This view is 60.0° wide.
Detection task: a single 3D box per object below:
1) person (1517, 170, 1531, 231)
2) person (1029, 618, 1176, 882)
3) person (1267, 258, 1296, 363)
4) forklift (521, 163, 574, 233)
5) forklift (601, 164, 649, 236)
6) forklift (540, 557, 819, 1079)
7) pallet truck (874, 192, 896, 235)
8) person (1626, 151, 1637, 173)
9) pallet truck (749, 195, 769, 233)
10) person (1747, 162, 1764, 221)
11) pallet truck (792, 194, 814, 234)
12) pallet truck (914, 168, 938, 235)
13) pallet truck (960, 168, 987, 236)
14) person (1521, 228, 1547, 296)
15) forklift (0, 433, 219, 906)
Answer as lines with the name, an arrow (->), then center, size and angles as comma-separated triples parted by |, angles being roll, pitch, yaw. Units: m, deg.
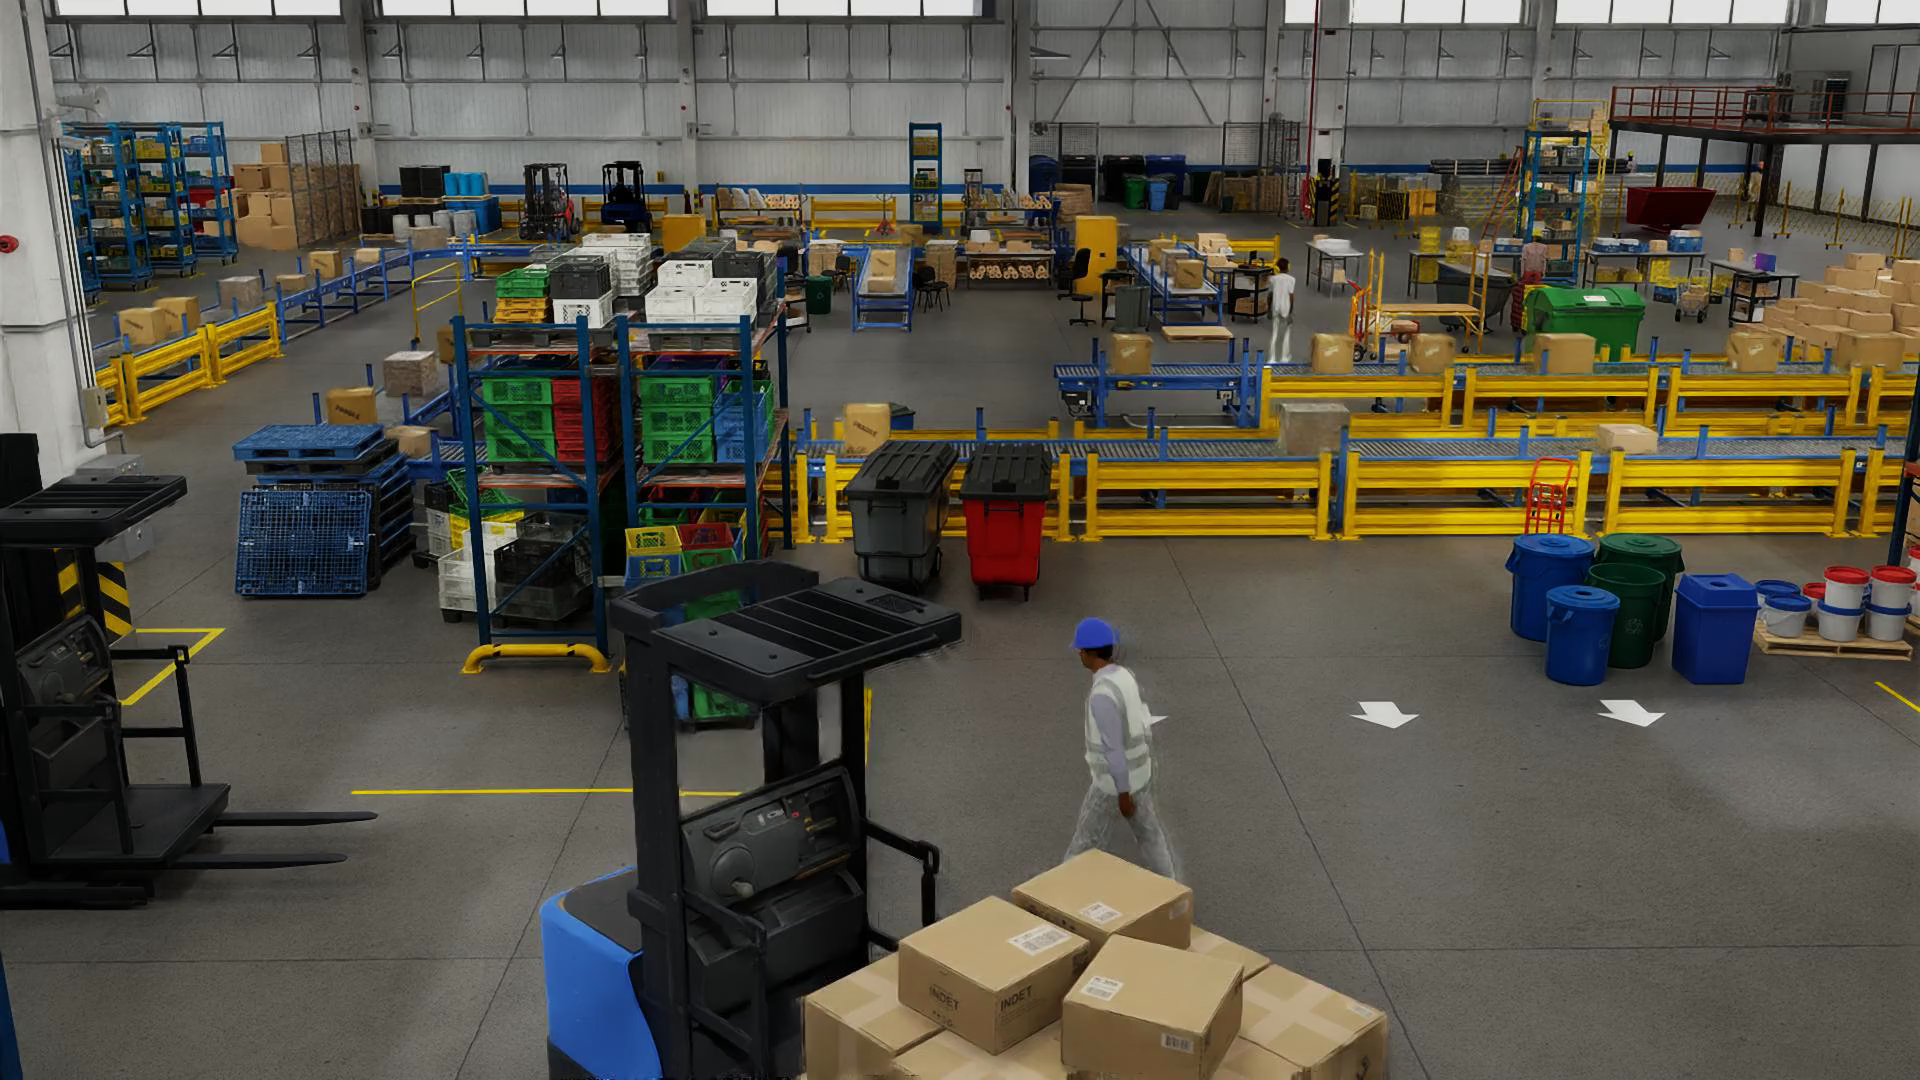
person -> 17.361, -10.408, 51.028 | 0.577, 1.884, 0.353 | 0, 16, -1
person -> 0.916, 1.393, 10.049 | 1.057, 1.858, 0.620 | 8, 18, 24
person -> 5.526, -3.918, 28.585 | 0.544, 1.820, 0.918 | 8, 18, 26
forklift -> -12.233, -10.122, 49.298 | 1.157, 1.987, 2.680 | 0, 16, -1
forklift -> -9.948, -10.127, 49.296 | 1.157, 1.987, 2.680 | -1, 16, -3
forklift -> -1.090, 1.522, 7.787 | 1.873, 2.768, 1.129 | 15, 22, 43
pallet truck -> -2.277, -9.986, 50.594 | 0.653, 1.274, 1.630 | 0, 16, -1
person -> 24.448, -13.256, 60.850 | 0.589, 1.927, 0.368 | 0, 16, -1
pallet truck -> -6.051, -9.967, 50.660 | 0.680, 1.201, 1.601 | 0, 16, -1
person -> 26.030, -11.332, 54.248 | 0.570, 1.912, 0.633 | -2, 16, -8
pallet truck -> -4.814, -9.883, 50.259 | 0.704, 1.261, 1.522 | -1, 16, -3
pallet truck -> -0.989, -10.316, 50.507 | 0.823, 1.965, 1.885 | 1, 16, 3
pallet truck -> 0.383, -10.230, 50.206 | 0.823, 1.965, 1.885 | -1, 16, -3
person -> 11.845, -5.557, 34.372 | 0.527, 1.772, 0.305 | 0, 16, -1
forklift -> -5.952, 0.780, 10.366 | 1.873, 2.768, 1.129 | 0, 16, -1
